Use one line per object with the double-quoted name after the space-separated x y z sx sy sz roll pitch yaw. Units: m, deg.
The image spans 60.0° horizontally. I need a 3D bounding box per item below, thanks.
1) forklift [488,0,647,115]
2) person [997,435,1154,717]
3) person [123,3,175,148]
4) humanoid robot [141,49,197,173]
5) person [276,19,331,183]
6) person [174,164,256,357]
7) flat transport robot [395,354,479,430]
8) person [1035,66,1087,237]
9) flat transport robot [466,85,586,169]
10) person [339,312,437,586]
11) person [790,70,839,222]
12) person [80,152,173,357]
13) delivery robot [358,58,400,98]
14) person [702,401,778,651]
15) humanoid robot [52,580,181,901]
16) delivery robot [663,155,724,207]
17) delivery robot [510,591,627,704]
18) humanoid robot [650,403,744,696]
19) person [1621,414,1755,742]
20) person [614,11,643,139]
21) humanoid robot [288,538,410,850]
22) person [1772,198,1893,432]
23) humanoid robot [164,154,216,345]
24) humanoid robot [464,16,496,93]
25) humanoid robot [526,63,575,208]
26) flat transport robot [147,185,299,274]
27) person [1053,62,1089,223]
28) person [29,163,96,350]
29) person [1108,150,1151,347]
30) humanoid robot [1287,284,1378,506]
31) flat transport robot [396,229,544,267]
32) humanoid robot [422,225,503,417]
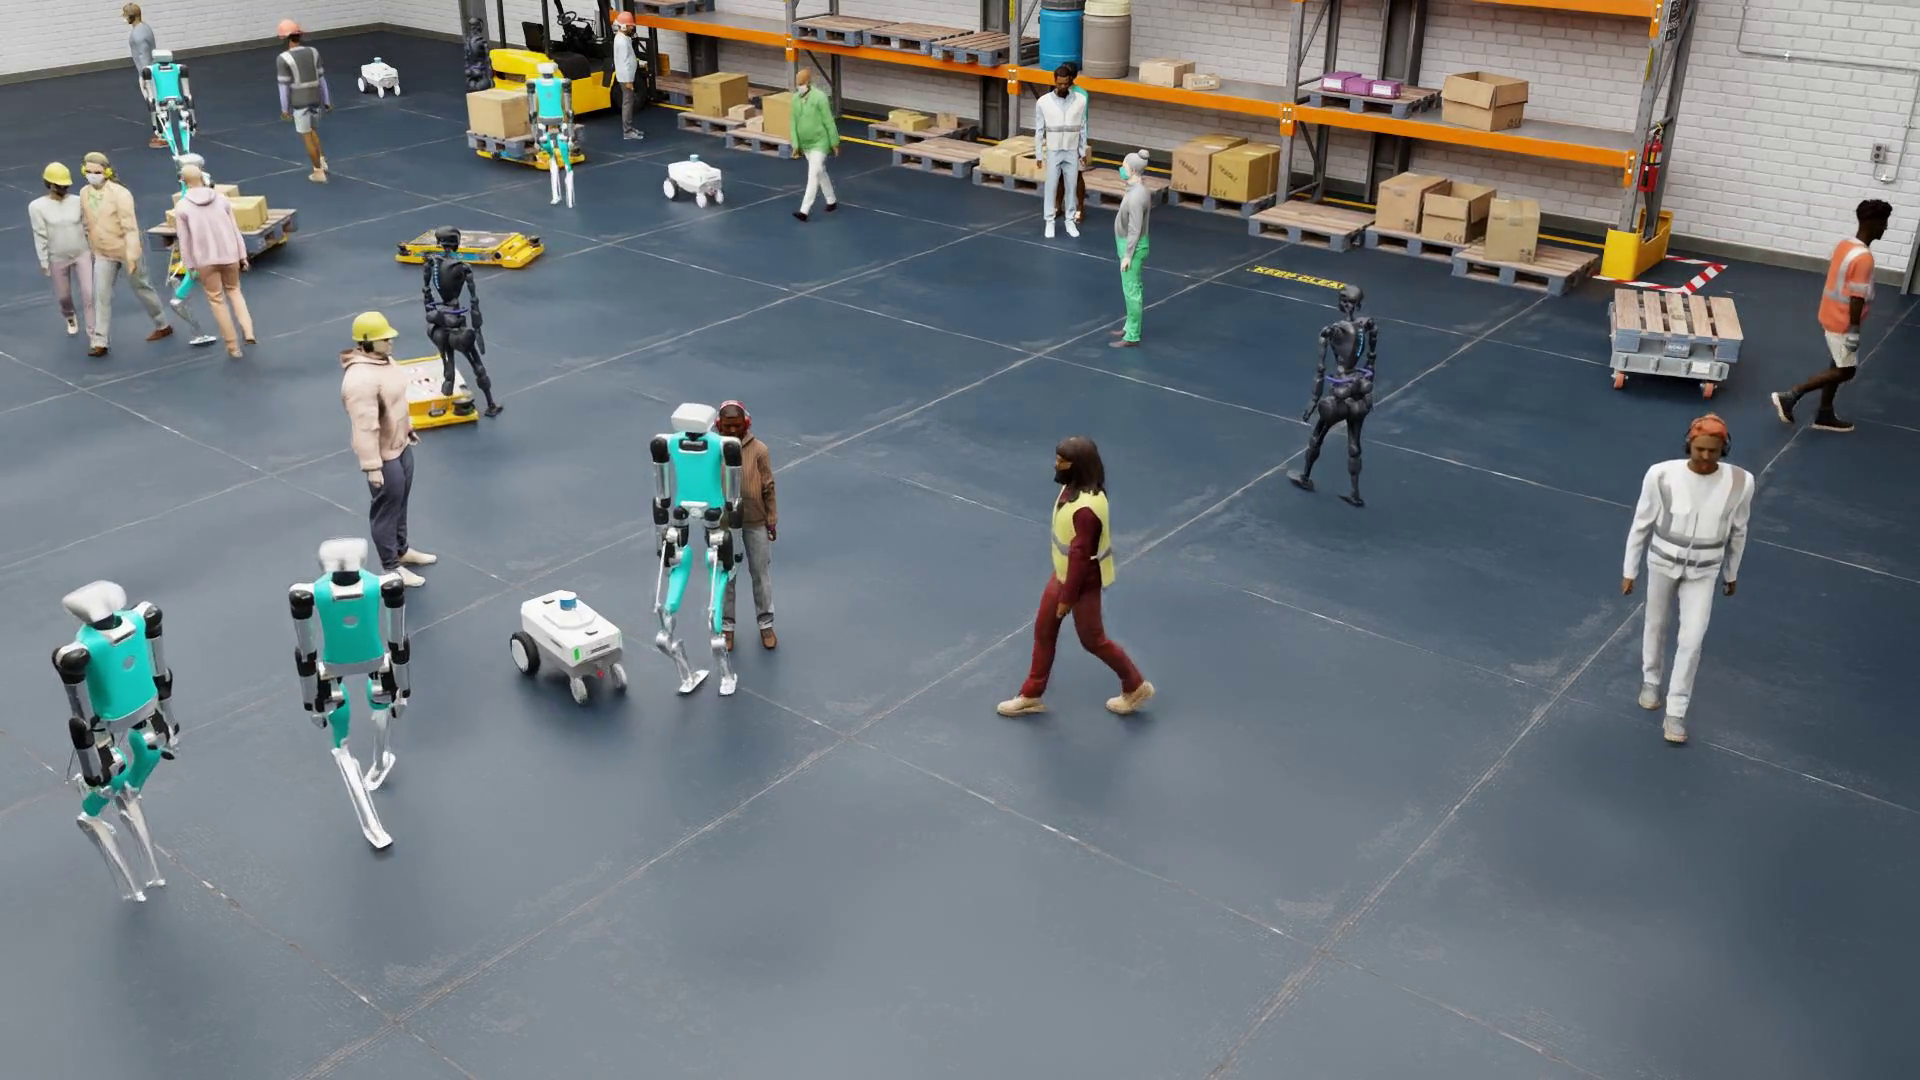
-5.874 -7.334 24.552 1.214 2.155 2.313 19 32 34 "forklift"
0.691 0.223 9.418 0.881 1.739 0.467 -6 26 -13 "person"
-11.166 -6.393 22.893 0.352 1.936 0.632 -7 27 -14 "person"
-9.570 -5.049 20.353 0.546 1.800 0.843 -17 30 -31 "humanoid robot"
-8.301 -5.529 21.004 0.523 2.024 0.641 15 30 29 "person"
-6.746 -2.514 15.055 0.542 1.762 0.466 -21 33 -37 "person"
-4.595 -1.281 14.223 0.659 0.231 1.431 -12 28 -23 "flat transport robot"
1.136 -4.379 18.760 0.598 1.909 0.401 -5 26 -11 "person"
-5.796 -5.226 22.393 1.431 0.231 0.659 18 31 33 "flat transport robot"
-3.814 -0.608 10.993 0.410 1.865 0.793 -1 26 -1 "person"
-1.730 -4.633 19.498 0.563 1.723 0.996 17 31 31 "person"
-7.746 -2.621 15.224 0.566 1.834 0.938 5 26 9 "person"
-9.253 -7.382 26.531 0.499 0.596 0.795 -20 32 -35 "delivery robot"
-1.348 -0.097 10.188 0.462 1.646 0.321 -3 26 -7 "person"
-4.040 0.991 7.884 0.705 1.825 0.554 11 28 22 "humanoid robot"
-3.265 -4.415 20.408 0.499 0.614 0.797 -23 34 -39 "delivery robot"
-2.338 0.585 10.004 0.499 0.573 0.759 -21 33 -36 "delivery robot"
-1.528 0.121 9.567 0.538 1.741 0.694 2 26 4 "humanoid robot"
4.027 0.216 9.293 0.612 1.853 0.831 10 27 19 "person"
-4.670 -6.543 23.427 0.352 1.742 0.572 -5 26 -11 "person"
-3.099 0.666 8.542 0.563 1.742 0.993 -10 28 -20 "humanoid robot"
7.019 -1.777 13.319 0.606 1.945 0.627 7 27 14 "person"
-7.136 -2.584 15.301 0.533 1.829 0.751 22 33 38 "humanoid robot"
-6.770 -6.518 23.450 0.608 1.655 0.315 19 32 34 "humanoid robot"
-4.849 -4.808 19.948 0.549 1.874 0.735 -4 26 -8 "humanoid robot"
-7.979 -3.175 18.146 0.659 0.231 1.431 2 26 4 "flat transport robot"
1.274 -4.636 19.374 0.490 1.840 0.387 14 29 26 "person"
-8.195 -2.626 15.305 0.525 1.733 0.749 -15 30 -29 "person"
1.575 -2.694 15.347 0.340 1.839 0.508 4 26 7 "person"
2.784 -1.096 12.232 0.596 1.638 0.656 -13 29 -25 "humanoid robot"
-5.348 -3.178 18.152 1.431 0.231 0.659 4 26 8 "flat transport robot"
-4.169 -1.779 13.679 0.609 1.640 0.588 13 29 25 "humanoid robot"
